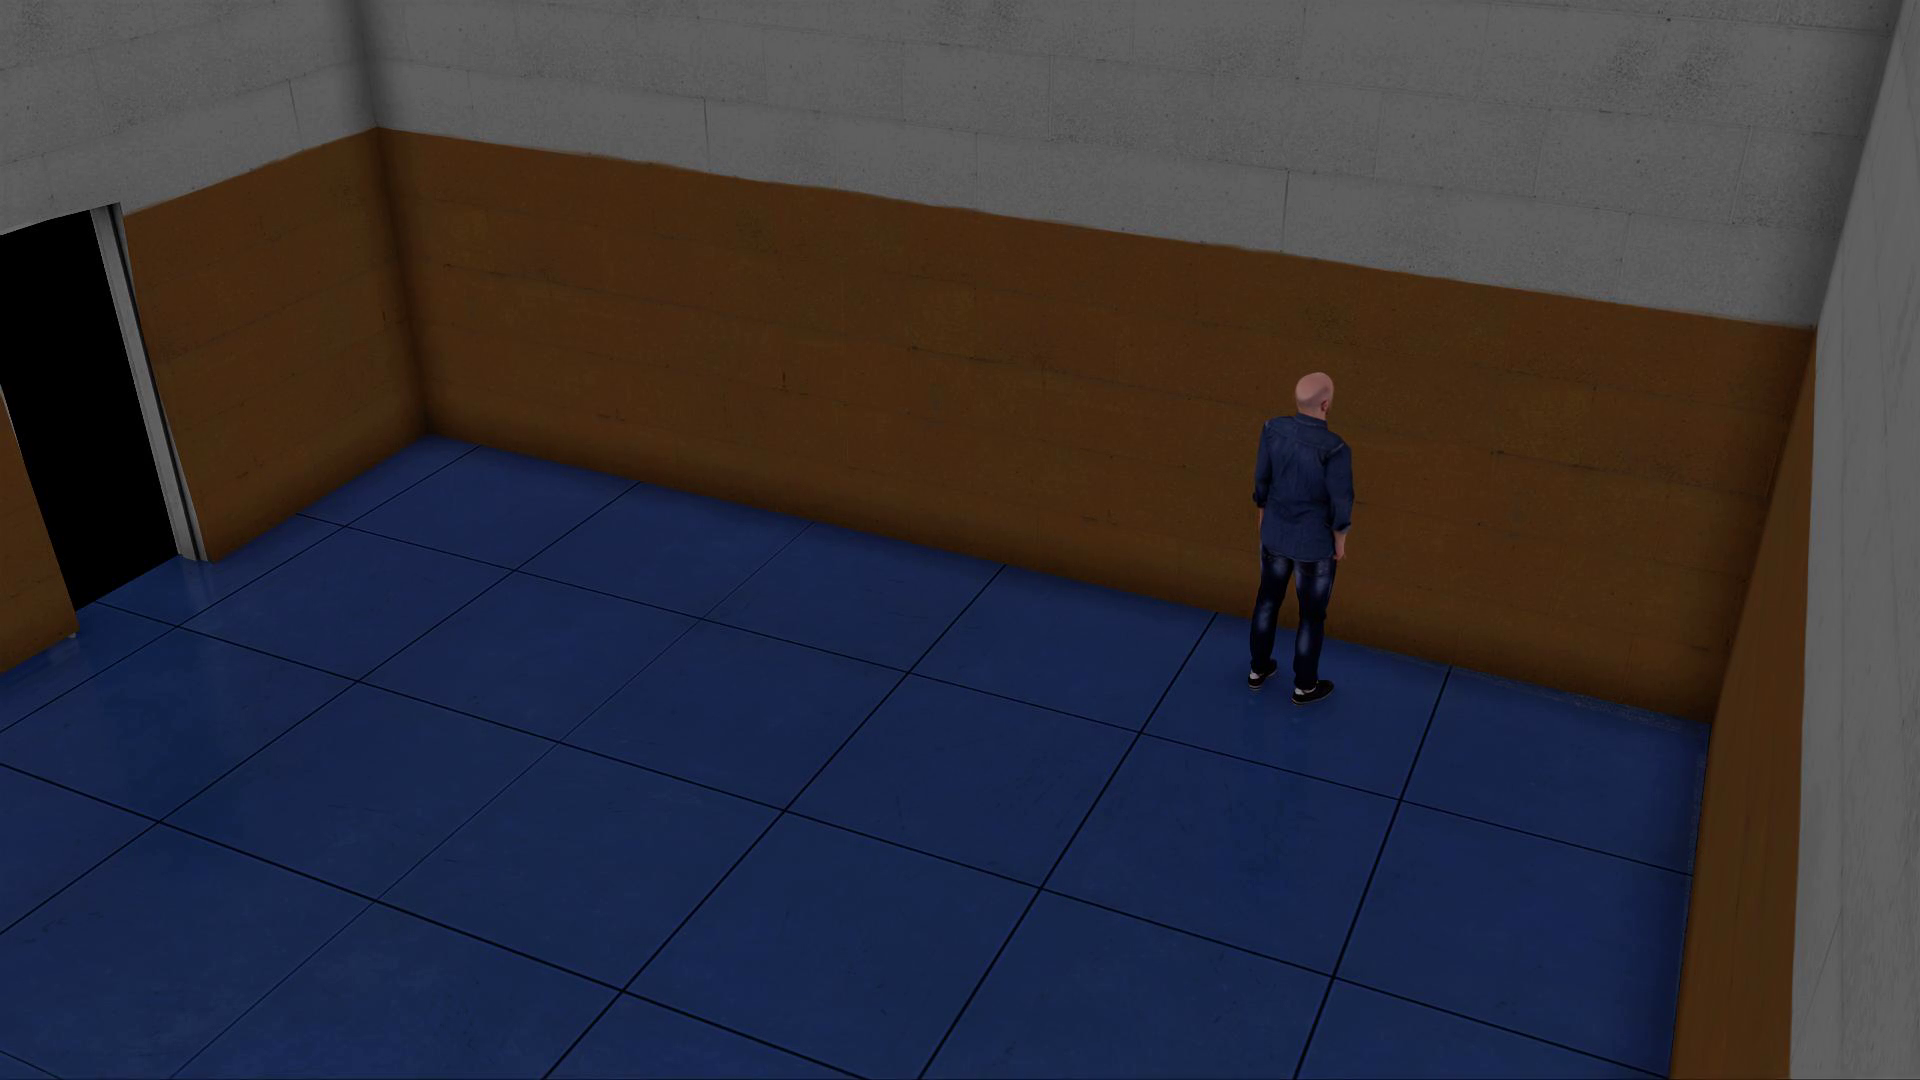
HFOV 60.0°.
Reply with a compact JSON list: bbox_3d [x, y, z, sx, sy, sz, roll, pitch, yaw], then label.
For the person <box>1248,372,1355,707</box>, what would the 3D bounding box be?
[{"bbox_3d":[1.733,-0.004,8.482,0.630,1.826,0.831,22,36,34],"label":"person"}]
